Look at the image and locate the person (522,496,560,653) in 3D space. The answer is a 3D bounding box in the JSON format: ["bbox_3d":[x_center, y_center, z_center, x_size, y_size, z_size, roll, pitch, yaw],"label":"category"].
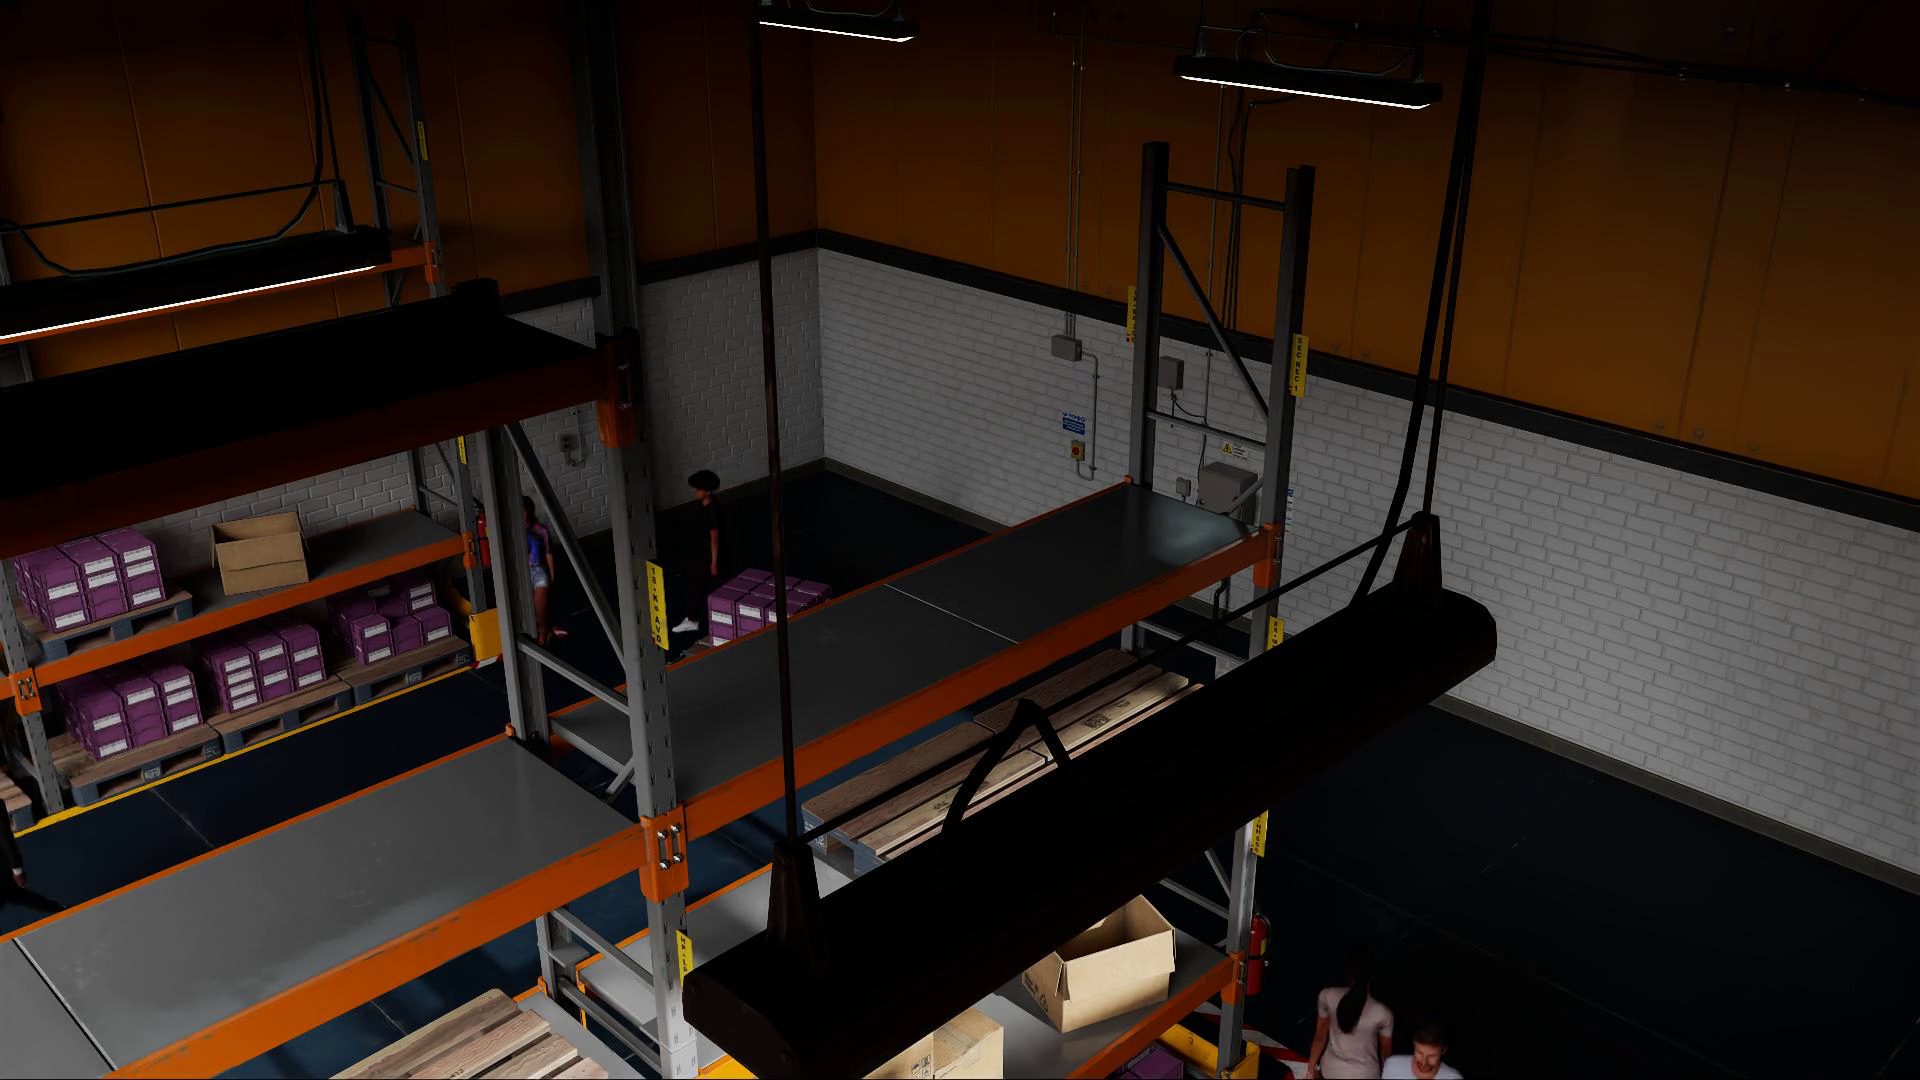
[{"bbox_3d":[-4.072,0.369,15.986,1.068,1.696,1.199,1,24,3],"label":"person"}]

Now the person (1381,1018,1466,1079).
[{"bbox_3d":[2.499,3.306,9.074,0.793,1.849,0.857,6,24,13],"label":"person"}]

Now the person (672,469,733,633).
[{"bbox_3d":[-2.360,0.123,16.488,1.191,1.744,0.903,-10,26,-22],"label":"person"}]

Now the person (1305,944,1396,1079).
[{"bbox_3d":[2.192,3.176,9.568,0.785,1.692,1.157,16,28,33],"label":"person"}]
